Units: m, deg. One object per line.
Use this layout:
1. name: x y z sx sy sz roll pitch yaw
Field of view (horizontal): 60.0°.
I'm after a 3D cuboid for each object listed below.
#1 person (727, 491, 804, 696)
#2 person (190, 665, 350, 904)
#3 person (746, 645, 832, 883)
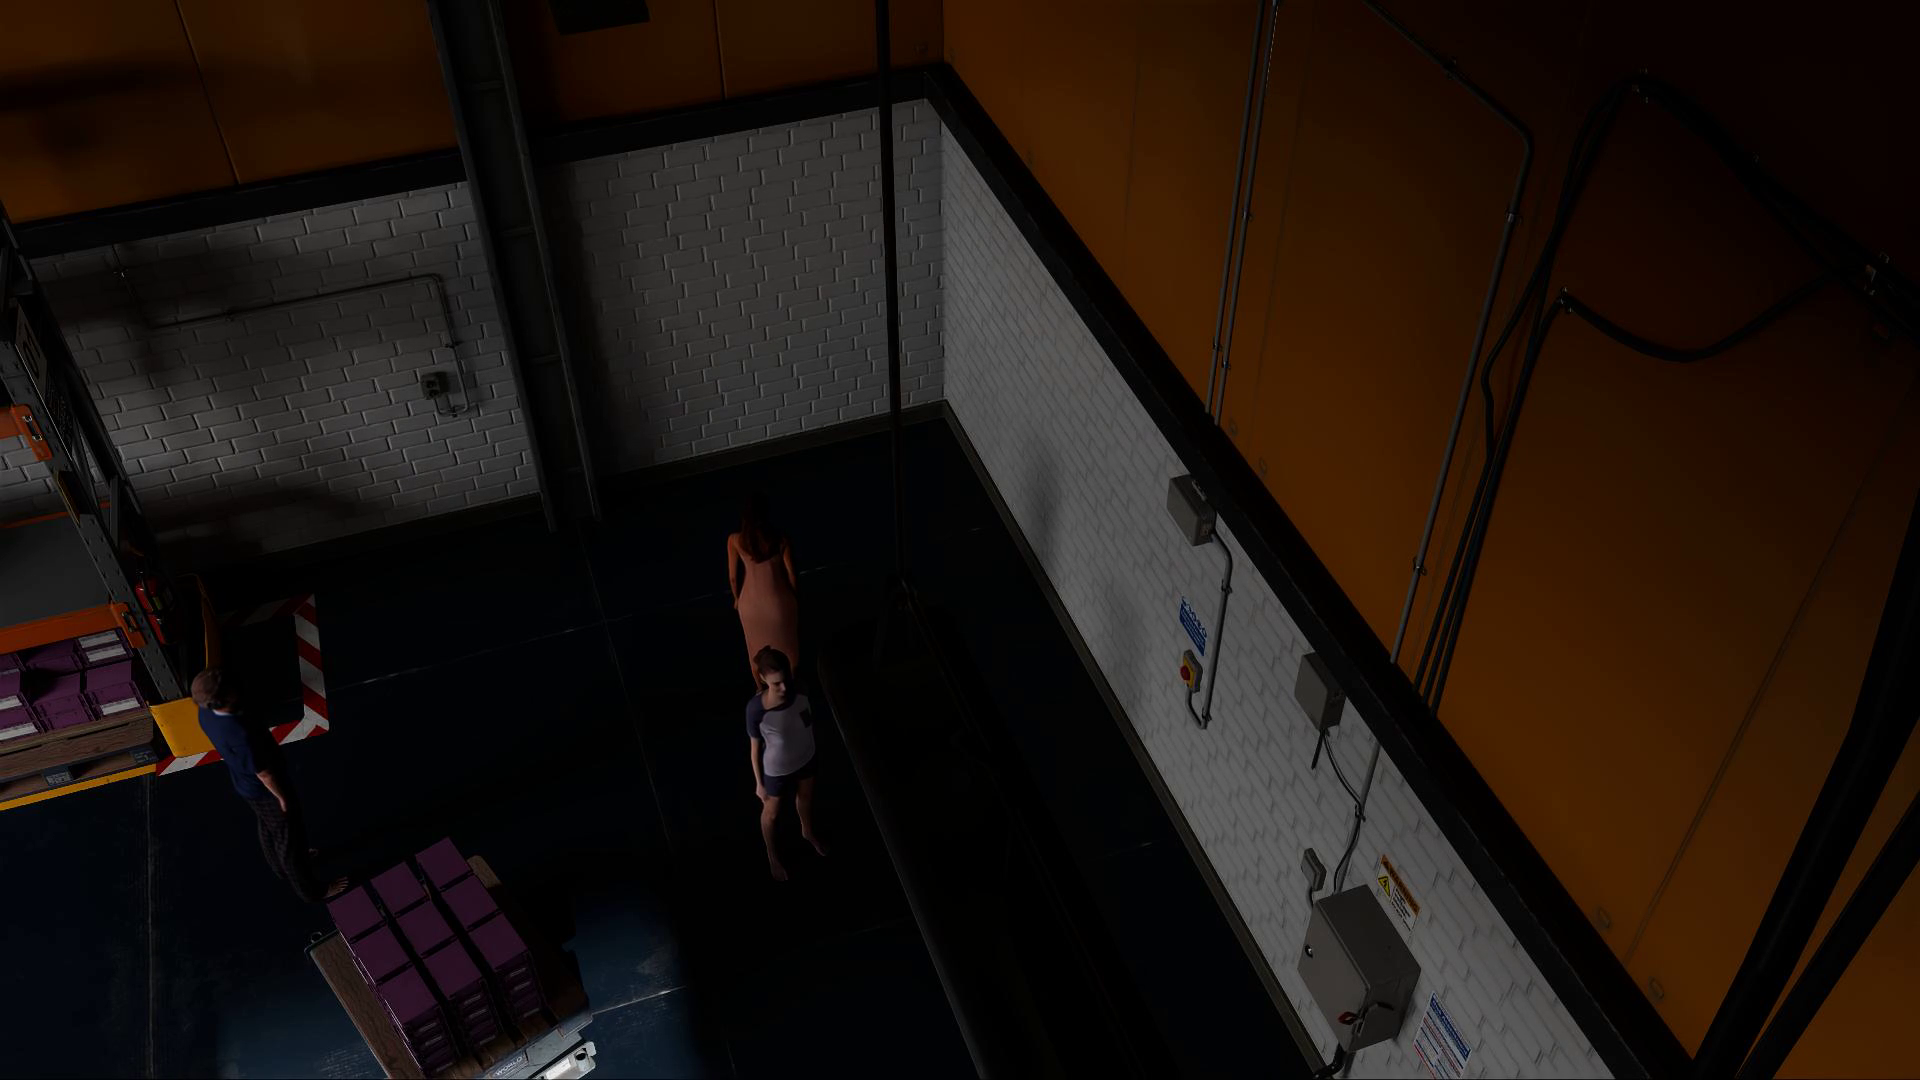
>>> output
1. person: -1.208 0.401 10.400 0.566 1.831 0.708 0 44 0
2. person: -3.923 1.364 9.360 0.735 1.871 0.707 34 53 30
3. person: -0.995 1.262 9.542 0.586 1.767 0.702 -28 50 -26
